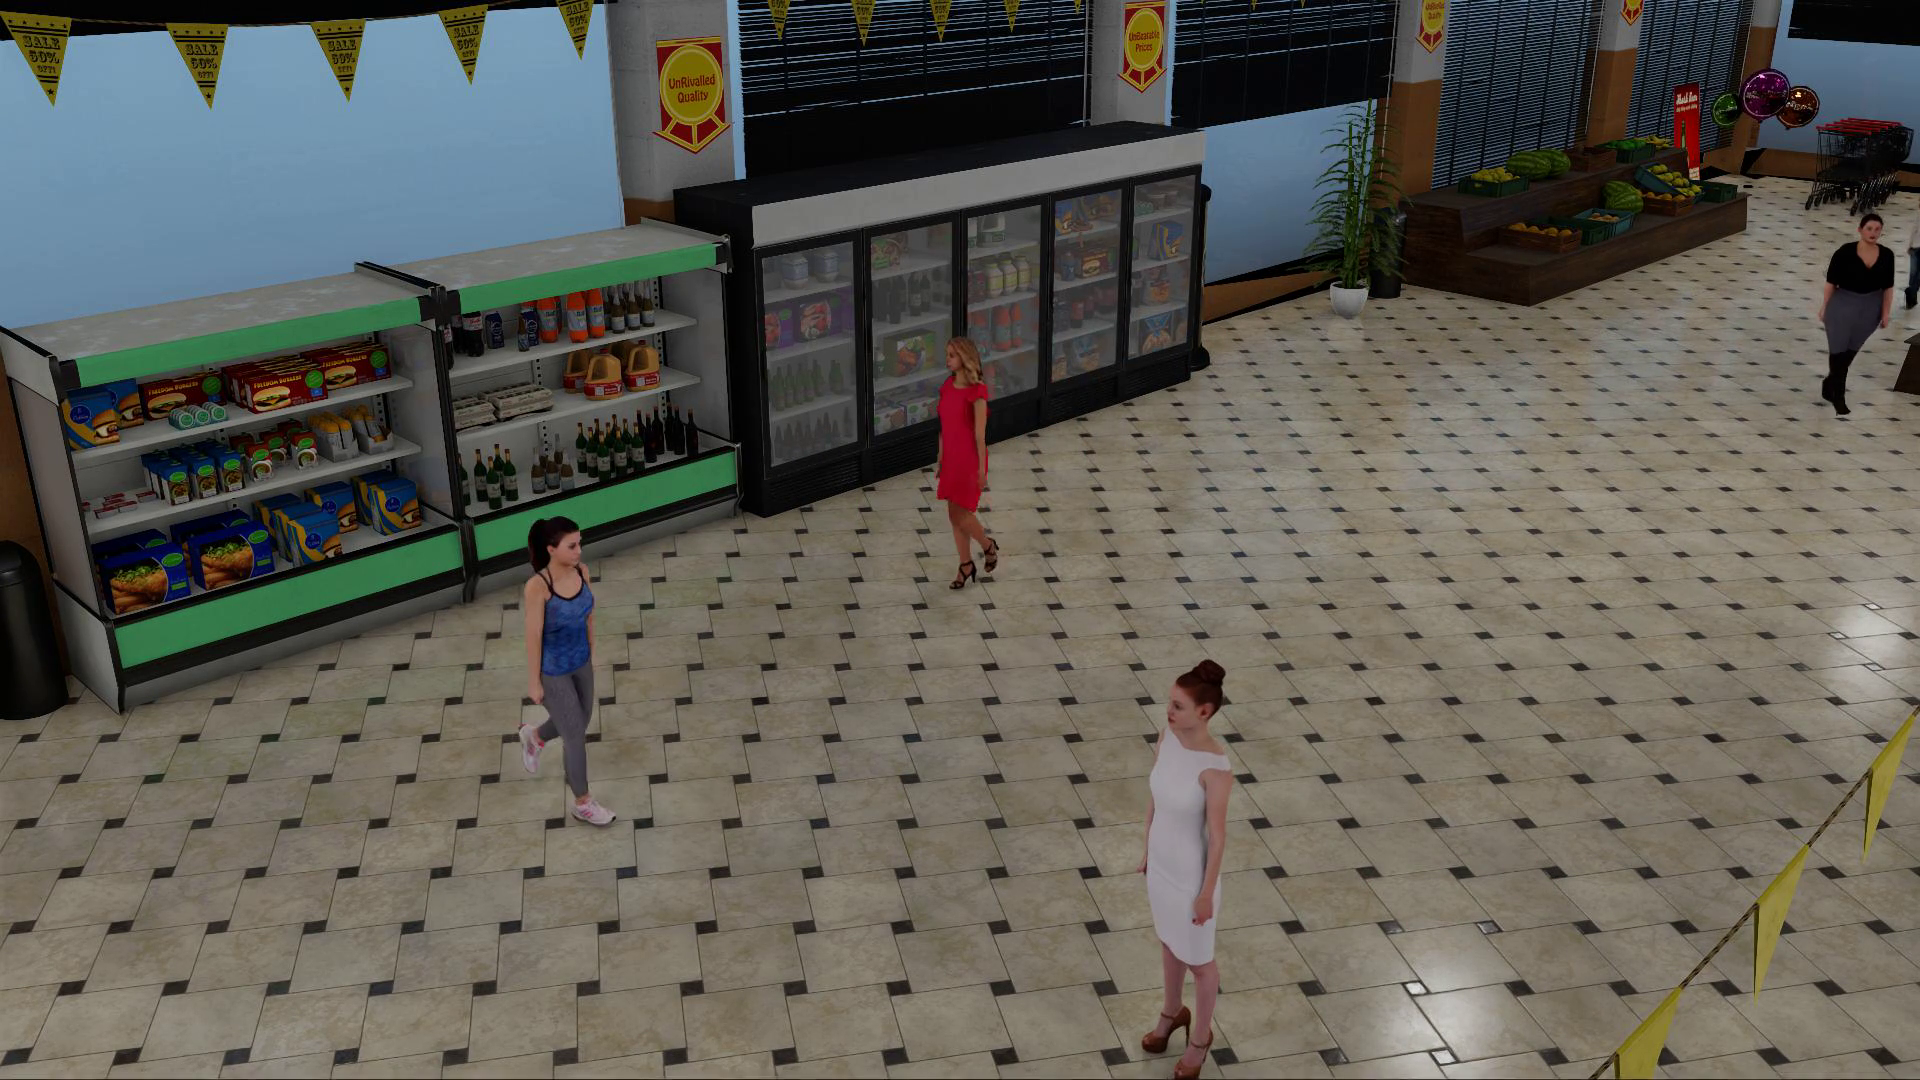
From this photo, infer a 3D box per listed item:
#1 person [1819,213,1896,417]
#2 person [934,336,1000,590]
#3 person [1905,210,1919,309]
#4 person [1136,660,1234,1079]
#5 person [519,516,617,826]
[{"bbox_3d":[7.738,-1.963,14.472,1.057,1.705,1.197,4,22,9],"label":"person"},{"bbox_3d":[0.095,-0.500,10.819,0.755,1.713,0.644,-16,27,-34],"label":"person"},{"bbox_3d":[10.354,-3.128,17.906,0.484,1.306,0.725,19,29,39],"label":"person"},{"bbox_3d":[0.867,1.269,6.311,0.588,1.793,0.632,-11,24,-26],"label":"person"},{"bbox_3d":[-2.011,0.621,8.204,0.806,1.584,0.959,14,26,32],"label":"person"}]
